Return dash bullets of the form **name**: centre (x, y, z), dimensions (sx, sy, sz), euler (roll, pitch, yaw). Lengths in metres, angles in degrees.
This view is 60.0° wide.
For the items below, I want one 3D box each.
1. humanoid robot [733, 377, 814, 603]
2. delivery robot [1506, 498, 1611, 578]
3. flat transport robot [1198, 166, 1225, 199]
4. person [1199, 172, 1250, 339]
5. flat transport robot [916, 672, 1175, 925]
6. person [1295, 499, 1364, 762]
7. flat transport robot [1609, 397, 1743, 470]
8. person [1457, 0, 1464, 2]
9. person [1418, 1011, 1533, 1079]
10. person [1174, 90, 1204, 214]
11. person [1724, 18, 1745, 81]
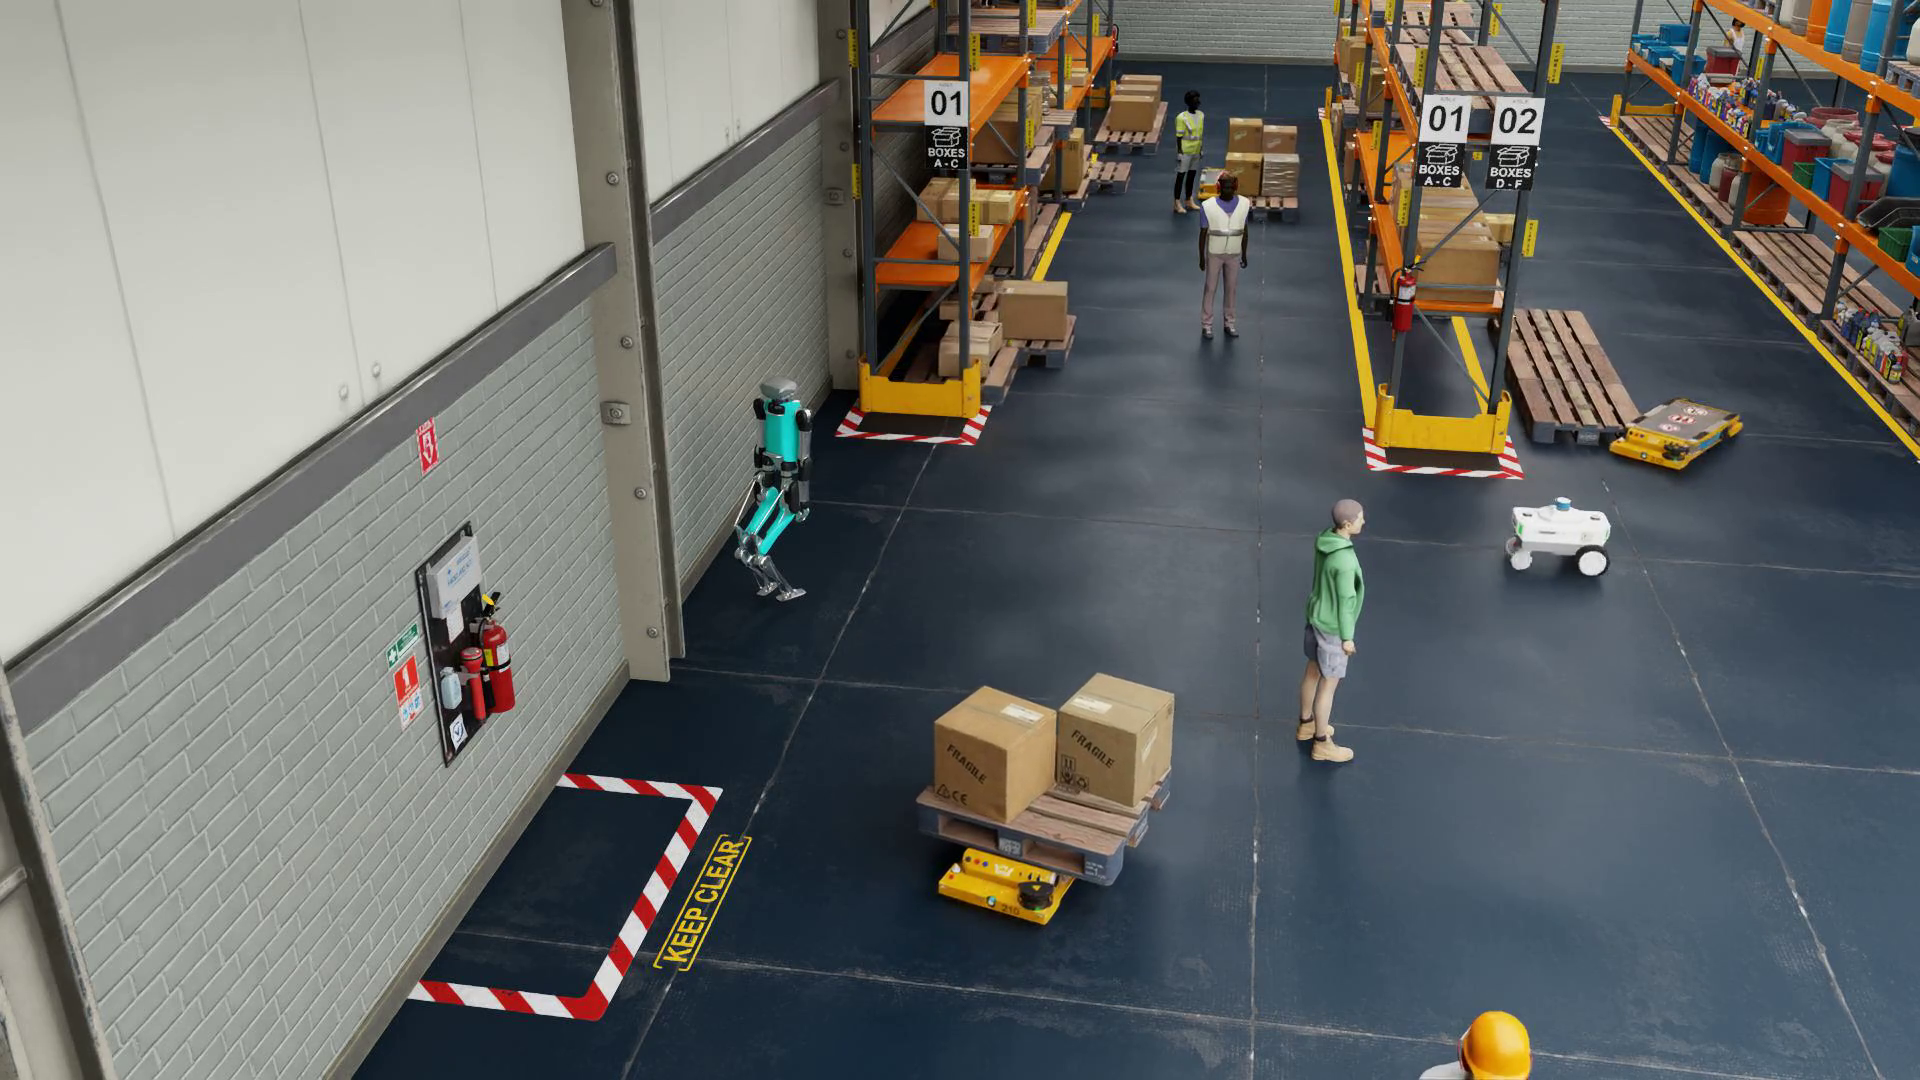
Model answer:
- **humanoid robot**: centre (-1.428, -0.315, 12.145), dimensions (0.533, 1.673, 0.735), euler (18, 31, 34)
- **delivery robot**: centre (4.742, -0.031, 13.109), dimensions (0.807, 0.613, 0.499), euler (3, 25, 7)
- **flat transport robot**: centre (3.892, -5.271, 24.640), dimensions (0.659, 0.231, 1.431), euler (4, 25, 9)
- **person**: centre (2.867, -3.119, 18.186), dimensions (0.557, 1.837, 0.395), euler (-5, 26, -11)
- **flat transport robot**: centre (0.479, 1.698, 9.723), dimensions (0.659, 0.231, 1.431), euler (12, 27, 23)
- **person**: centre (2.327, 0.551, 10.436), dimensions (0.336, 1.743, 0.473), euler (-3, 25, -7)
- **flat transport robot**: centre (6.695, -1.003, 15.505), dimensions (0.659, 0.231, 1.431), euler (23, 33, 40)
- **person**: centre (9.396, -9.364, 31.630), dimensions (0.522, 1.768, 0.310), euler (4, 25, 8)
- **person**: centre (1.857, 2.485, 6.130), dimensions (0.578, 1.886, 0.400), euler (9, 26, 18)
- **person**: centre (3.217, -5.446, 23.326), dimensions (0.534, 1.696, 0.318), euler (-20, 32, -37)
- **person**: centre (13.668, -8.395, 29.444), dimensions (0.520, 1.863, 0.376), euler (-16, 29, -30)
